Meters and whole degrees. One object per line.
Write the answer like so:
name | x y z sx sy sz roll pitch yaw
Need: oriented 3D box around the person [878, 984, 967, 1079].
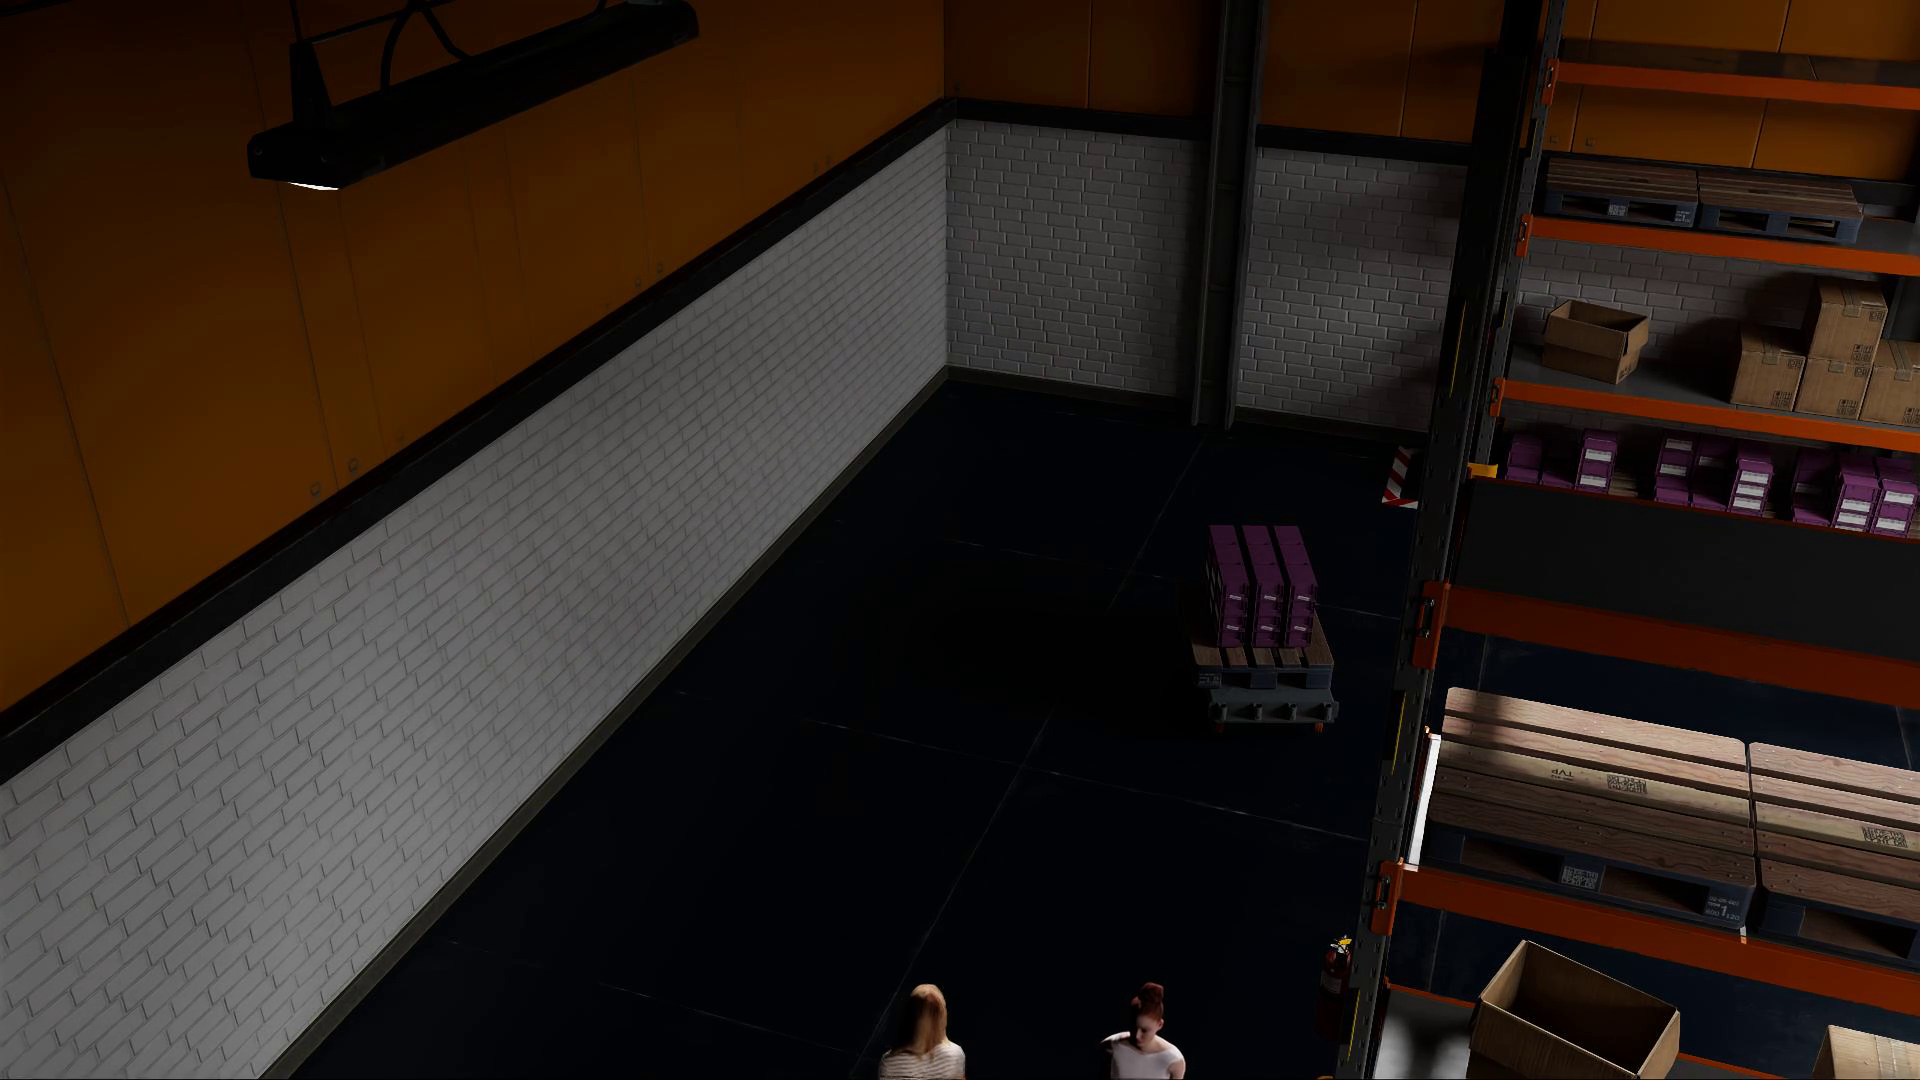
person | -0.163 2.855 7.790 0.658 1.816 0.749 -9 30 -17

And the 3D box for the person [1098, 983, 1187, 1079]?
person | 0.839 2.808 7.903 0.412 1.791 0.615 10 30 18
